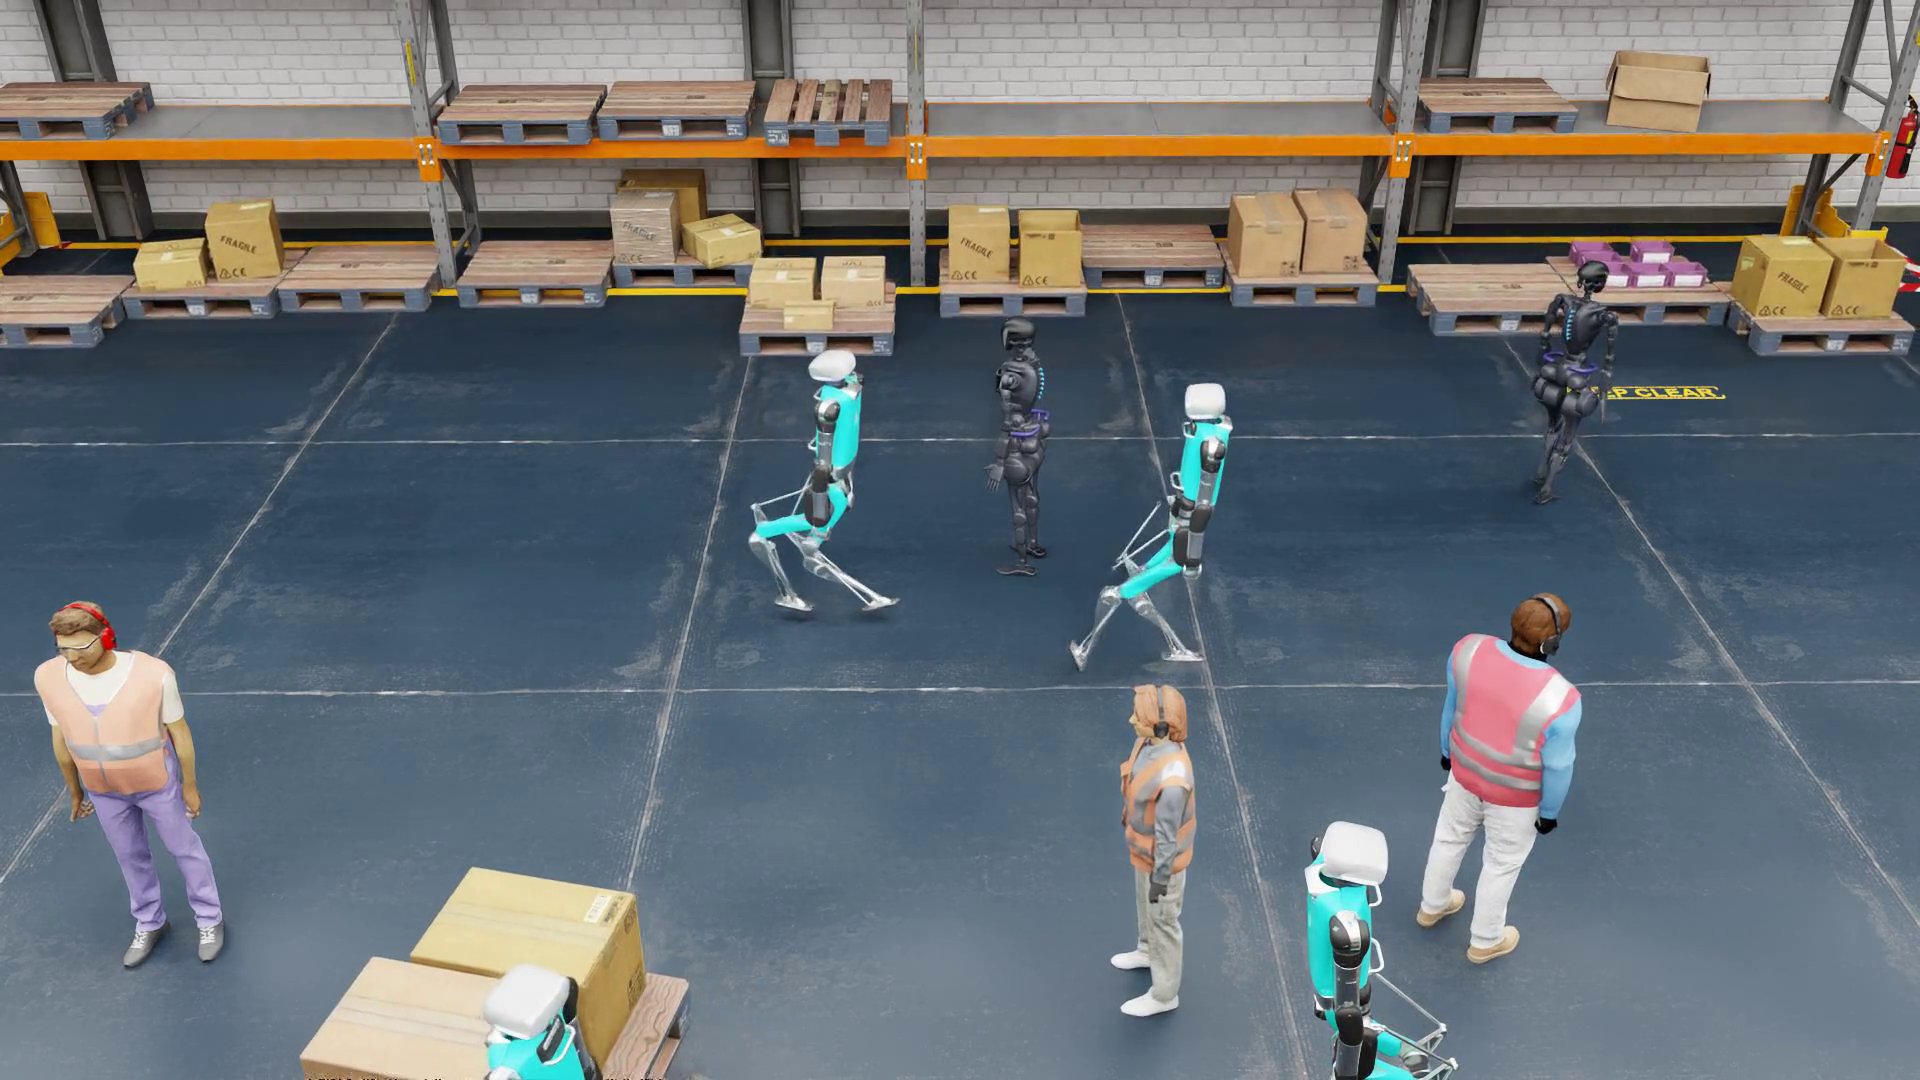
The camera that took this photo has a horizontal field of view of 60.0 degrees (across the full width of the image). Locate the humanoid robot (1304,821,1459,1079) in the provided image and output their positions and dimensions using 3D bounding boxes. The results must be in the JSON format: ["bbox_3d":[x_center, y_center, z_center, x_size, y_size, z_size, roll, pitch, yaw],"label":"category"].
[{"bbox_3d":[1.549,1.715,6.001,0.735,1.677,0.533,1,31,2],"label":"humanoid robot"}]

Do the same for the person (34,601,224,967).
[{"bbox_3d":[-3.545,1.039,7.151,0.563,1.846,0.391,-2,31,-4],"label":"person"}]

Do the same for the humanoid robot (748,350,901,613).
[{"bbox_3d":[-0.844,-0.268,9.420,0.982,1.735,0.542,8,32,14],"label":"humanoid robot"}]

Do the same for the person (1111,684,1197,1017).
[{"bbox_3d":[0.817,1.287,6.945,0.313,1.632,0.520,-3,31,-5],"label":"person"}]

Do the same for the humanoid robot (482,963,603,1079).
[{"bbox_3d":[-1.081,2.082,5.393,0.738,1.673,0.531,6,31,9],"label":"humanoid robot"}]

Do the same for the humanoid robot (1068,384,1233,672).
[{"bbox_3d":[0.955,-0.022,9.049,0.923,1.789,0.552,0,31,1],"label":"humanoid robot"}]

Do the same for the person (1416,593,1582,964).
[{"bbox_3d":[2.344,1.022,7.199,0.431,1.835,0.628,-22,38,-32],"label":"person"}]

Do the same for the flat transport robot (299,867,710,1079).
[{"bbox_3d":[-1.712,2.320,6.548,1.431,0.231,0.659,7,32,11],"label":"flat transport robot"}]

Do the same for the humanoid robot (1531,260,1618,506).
[{"bbox_3d":[3.937,-1.018,10.737,0.397,1.641,0.590,-21,37,-31],"label":"humanoid robot"}]

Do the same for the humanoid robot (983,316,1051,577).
[{"bbox_3d":[0.355,-0.562,9.966,0.315,1.657,0.599,12,33,19],"label":"humanoid robot"}]
